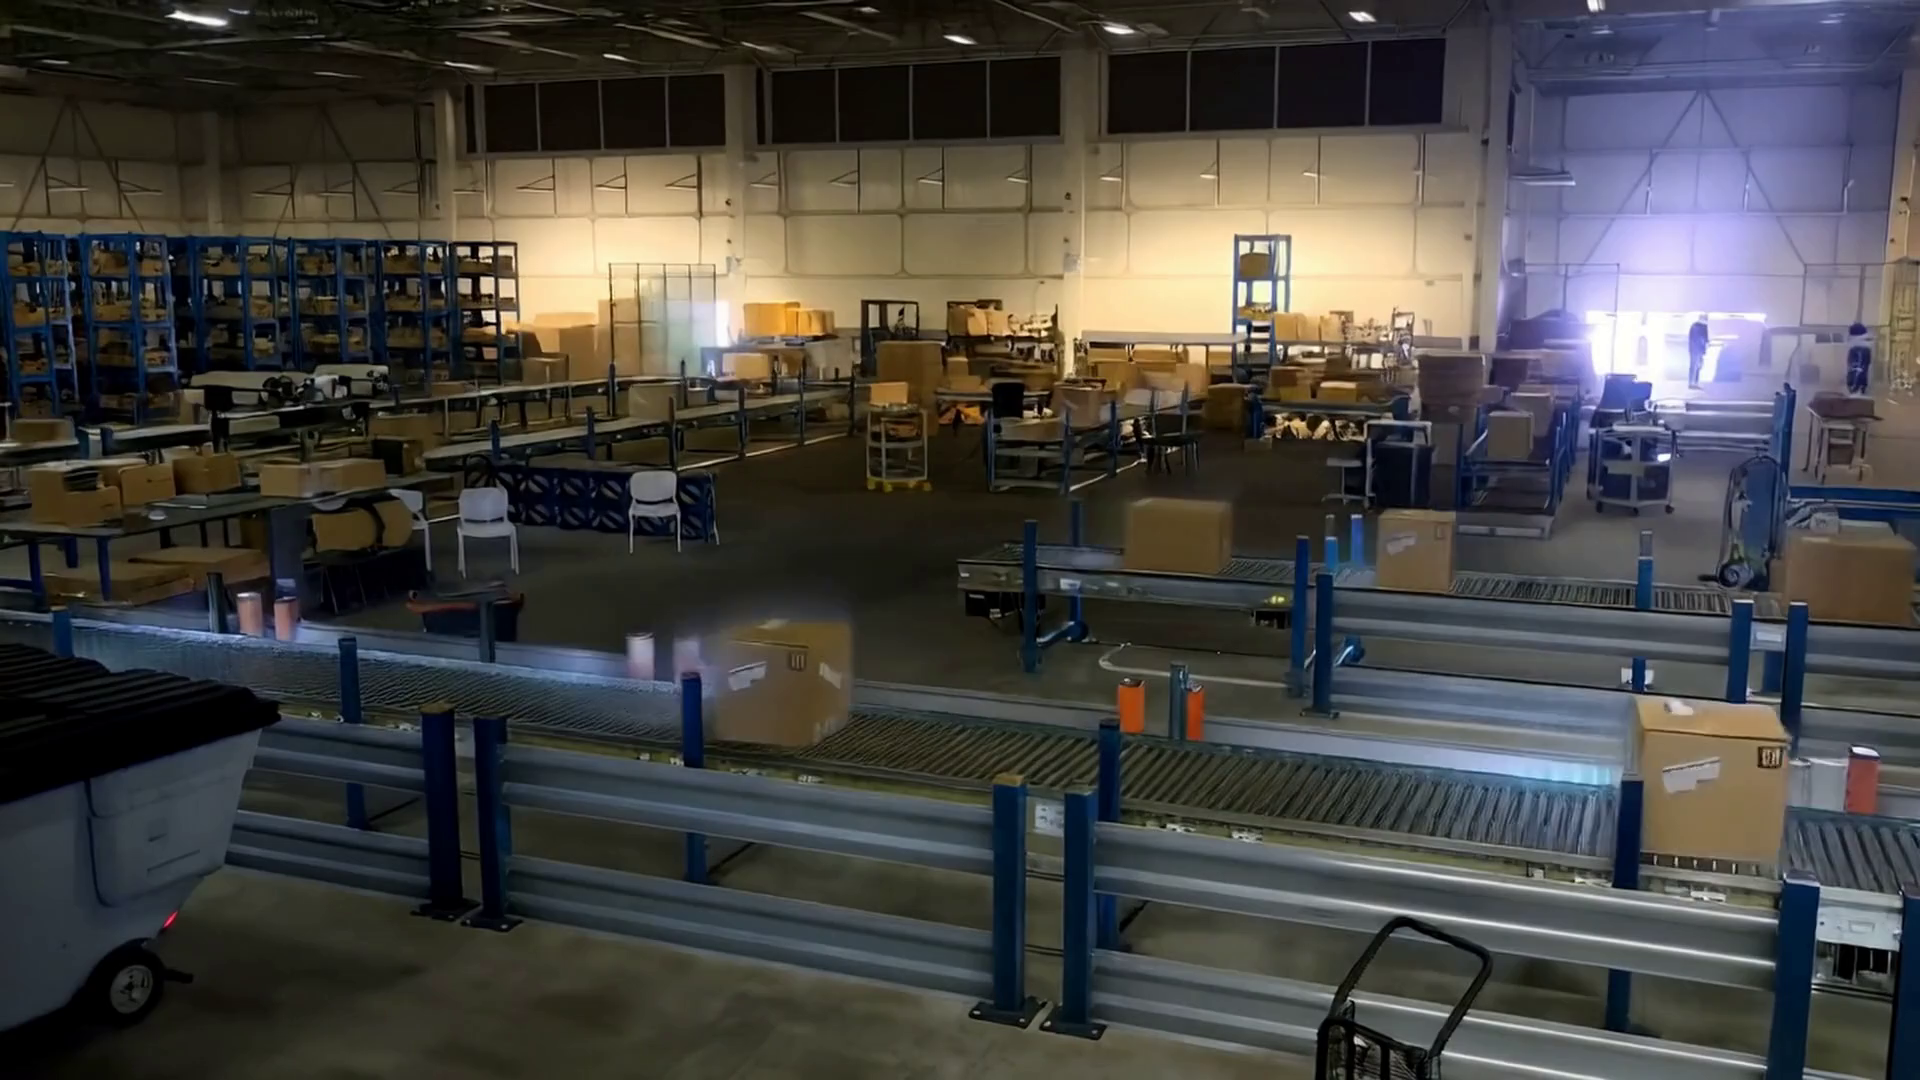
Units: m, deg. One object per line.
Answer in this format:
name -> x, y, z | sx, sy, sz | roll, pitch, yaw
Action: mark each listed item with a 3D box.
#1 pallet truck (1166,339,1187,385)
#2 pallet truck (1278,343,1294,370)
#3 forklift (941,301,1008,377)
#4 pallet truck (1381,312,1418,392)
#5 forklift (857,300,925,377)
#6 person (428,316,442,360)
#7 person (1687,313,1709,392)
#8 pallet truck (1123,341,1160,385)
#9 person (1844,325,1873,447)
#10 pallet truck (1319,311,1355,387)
pallet truck -> 5.418, -4.269, 40.420 | 0.704, 1.261, 1.522 | 3, 10, 20
pallet truck -> 7.886, -4.163, 39.743 | 0.653, 1.274, 1.630 | 4, 10, 22
forklift -> 0.365, -4.966, 41.571 | 1.157, 1.987, 2.680 | 3, 10, 20
pallet truck -> 10.207, -4.283, 38.369 | 0.823, 1.965, 1.885 | 3, 10, 20
forklift -> -1.732, -5.109, 42.468 | 1.157, 1.987, 2.680 | 4, 10, 22
person -> -15.203, -5.805, 48.095 | 0.393, 1.836, 0.561 | 2, 10, 9
person -> 17.871, -4.539, 40.218 | 0.406, 1.902, 0.636 | 0, 9, -1
pallet truck -> 4.445, -4.380, 41.279 | 0.680, 1.201, 1.601 | 4, 10, 22
person -> 15.047, -2.587, 27.953 | 0.609, 2.043, 0.397 | -7, 12, -37
pallet truck -> 9.071, -4.419, 39.190 | 0.823, 1.965, 1.885 | 5, 10, 26
